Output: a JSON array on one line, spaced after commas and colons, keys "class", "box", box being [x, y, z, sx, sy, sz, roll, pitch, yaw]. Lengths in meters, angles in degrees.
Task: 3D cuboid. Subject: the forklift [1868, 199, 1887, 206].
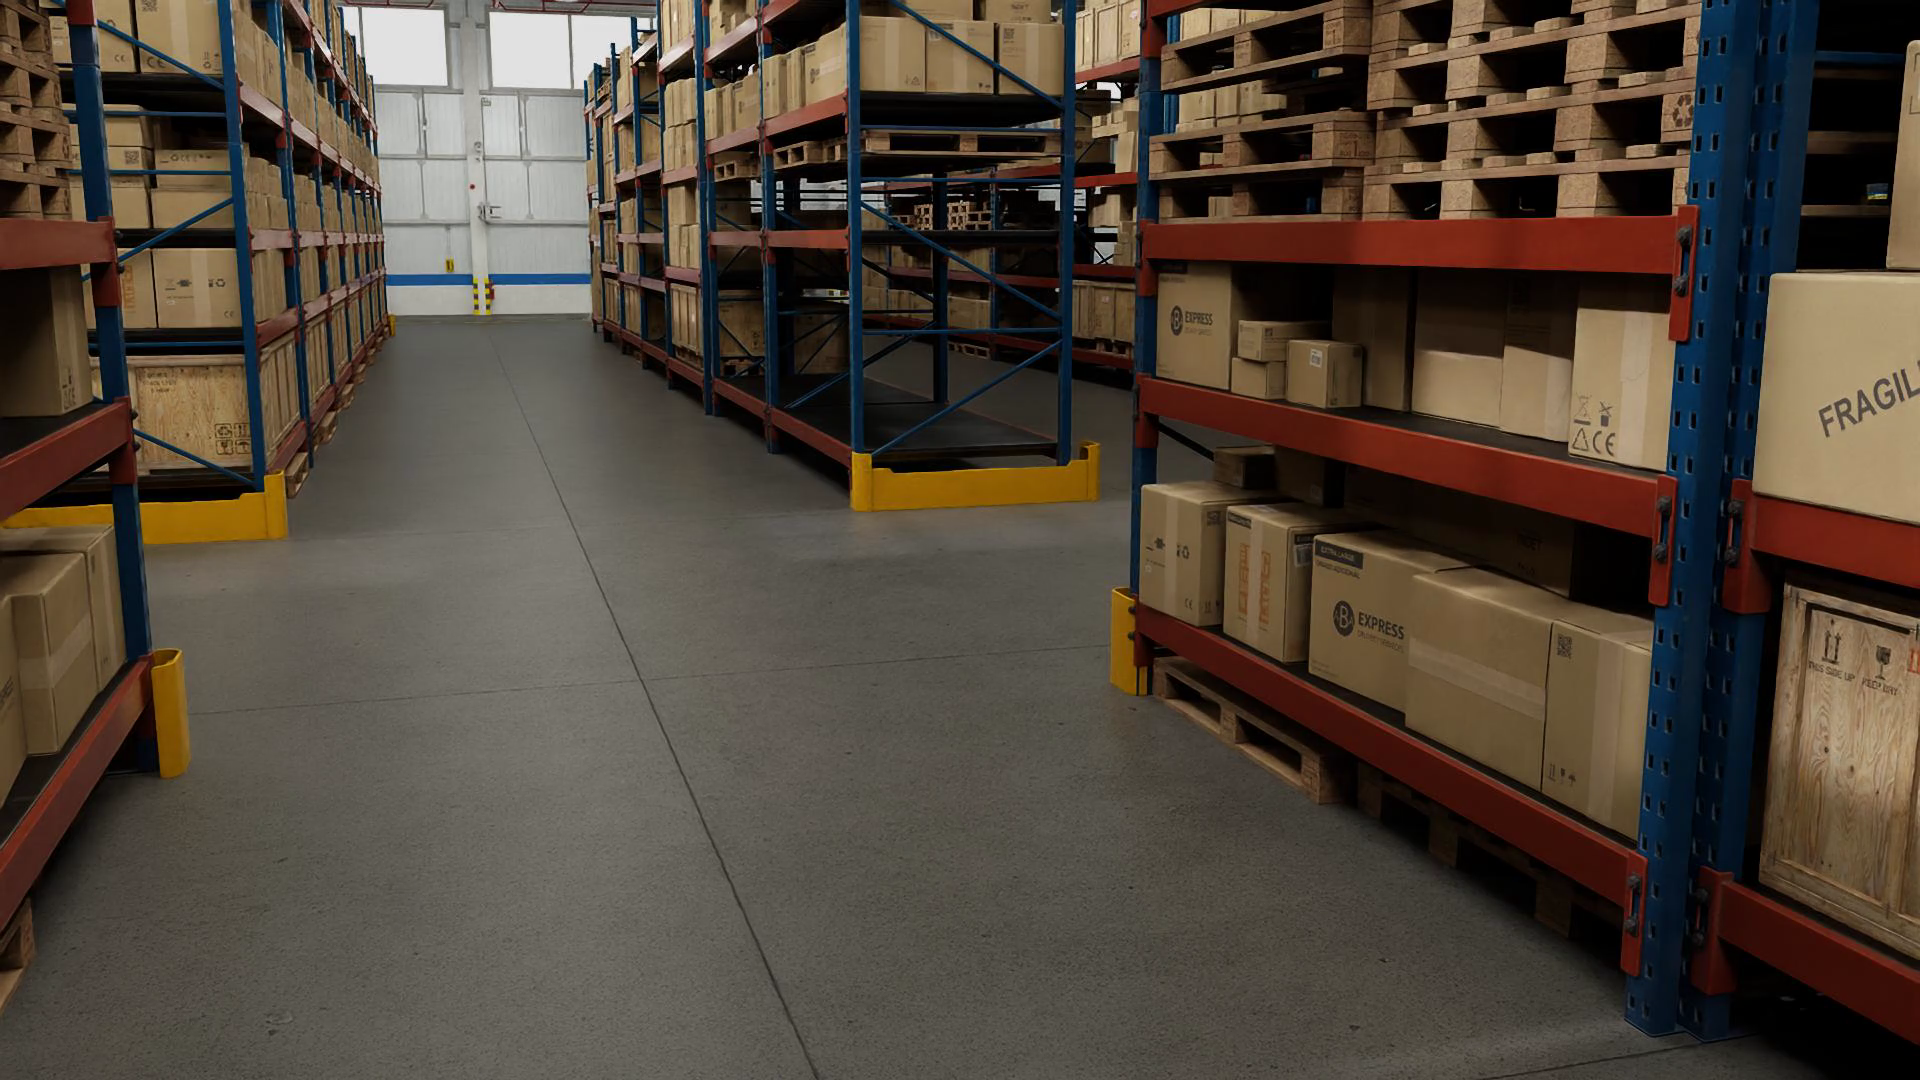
[{"class": "forklift", "box": [11.338, -2.915, 21.052, 1.129, 2.768, 1.873, -3, 11, -17]}]

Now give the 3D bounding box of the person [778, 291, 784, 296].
[{"class": "person", "box": [-3.611, -4.519, 32.978, 0.484, 1.739, 0.313, 3, 11, 17]}]

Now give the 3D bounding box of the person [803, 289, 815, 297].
[{"class": "person", "box": [-3.390, -5.110, 35.641, 0.615, 1.945, 0.404, 5, 12, 26]}]
